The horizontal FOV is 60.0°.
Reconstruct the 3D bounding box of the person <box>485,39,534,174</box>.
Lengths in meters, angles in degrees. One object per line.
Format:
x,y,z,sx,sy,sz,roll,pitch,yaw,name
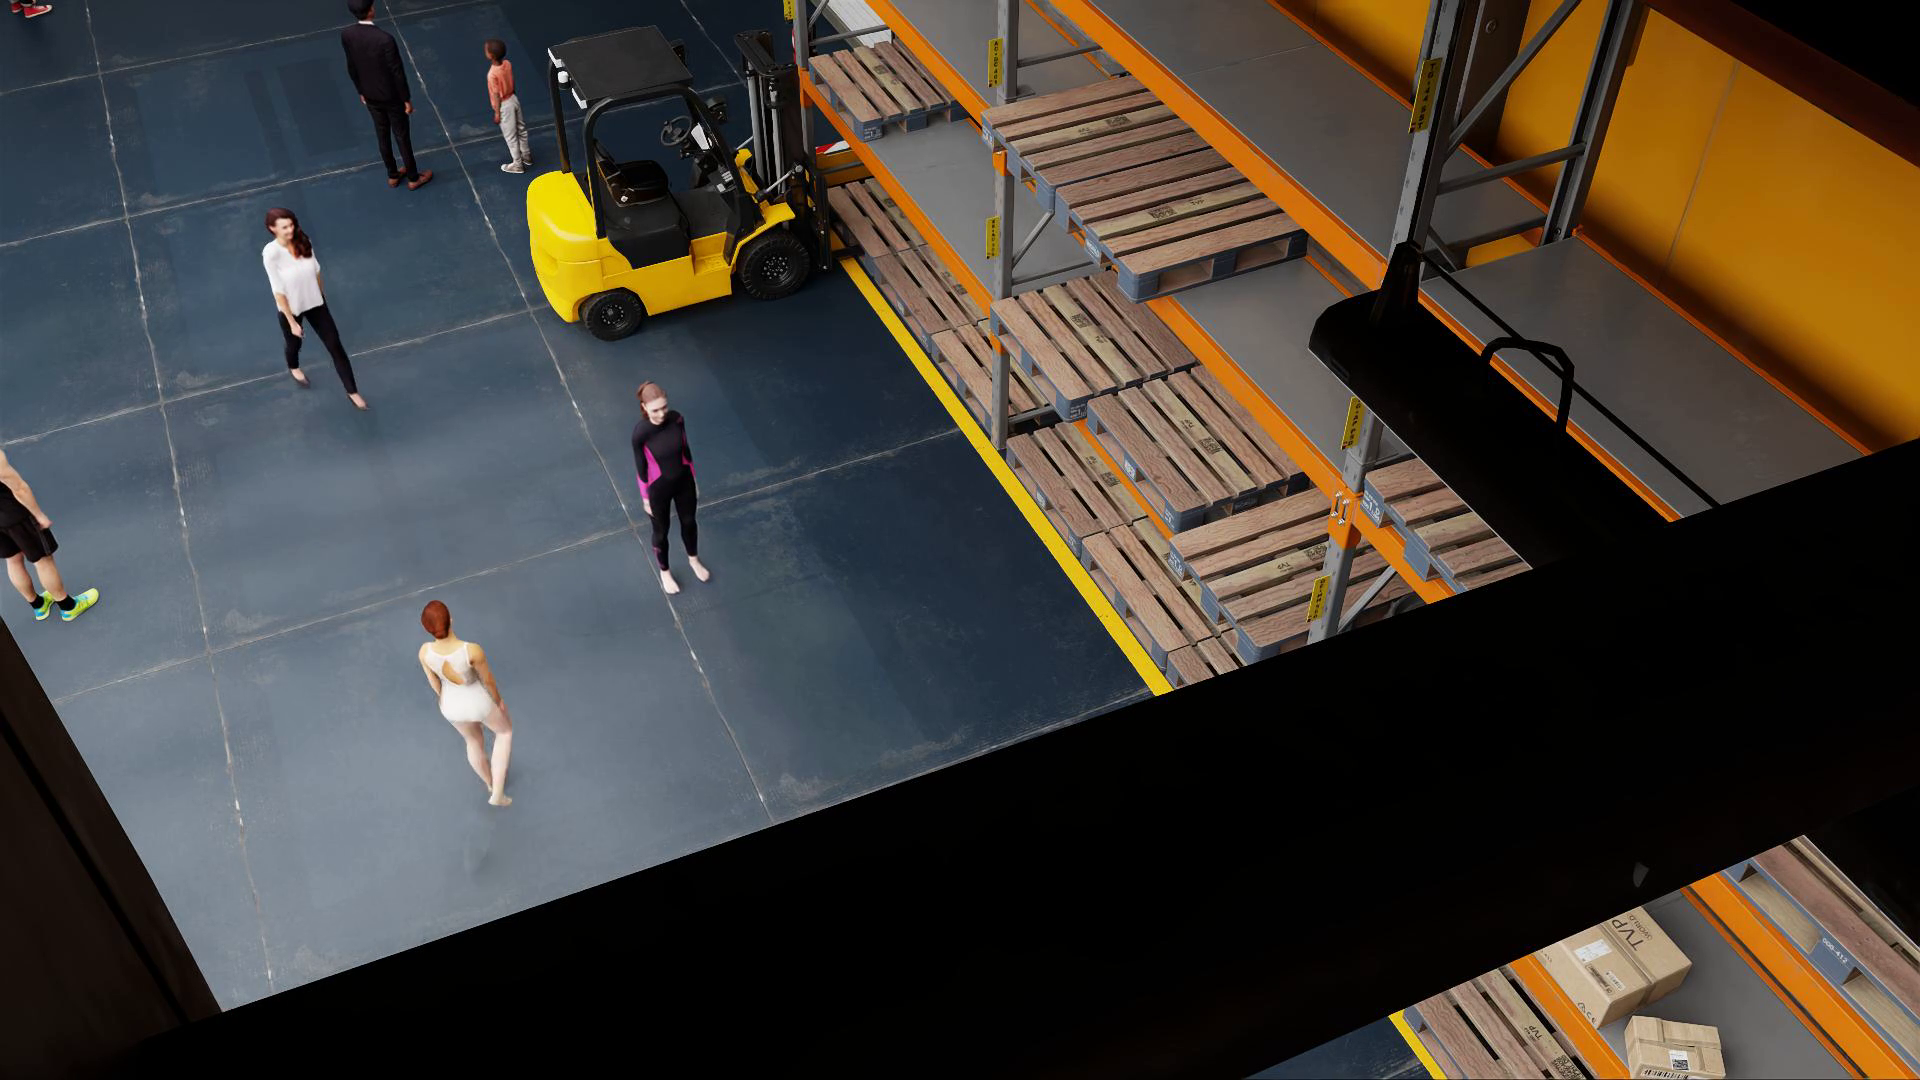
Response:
-4.214,-4.049,15.487,0.615,1.310,0.560,17,46,17,person

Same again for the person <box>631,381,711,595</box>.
-1.975,-0.370,11.309,0.592,1.747,0.581,-28,50,-26,person

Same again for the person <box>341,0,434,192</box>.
-5.242,-4.065,15.089,0.760,1.883,0.800,12,45,12,person

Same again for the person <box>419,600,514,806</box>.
-2.944,1.041,9.911,0.713,1.632,0.799,2,44,2,person

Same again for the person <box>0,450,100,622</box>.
-6.323,-0.187,11.012,0.773,1.892,0.788,7,44,7,person

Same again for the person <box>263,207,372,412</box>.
-5.120,-1.779,12.783,1.190,1.753,0.926,29,51,27,person
